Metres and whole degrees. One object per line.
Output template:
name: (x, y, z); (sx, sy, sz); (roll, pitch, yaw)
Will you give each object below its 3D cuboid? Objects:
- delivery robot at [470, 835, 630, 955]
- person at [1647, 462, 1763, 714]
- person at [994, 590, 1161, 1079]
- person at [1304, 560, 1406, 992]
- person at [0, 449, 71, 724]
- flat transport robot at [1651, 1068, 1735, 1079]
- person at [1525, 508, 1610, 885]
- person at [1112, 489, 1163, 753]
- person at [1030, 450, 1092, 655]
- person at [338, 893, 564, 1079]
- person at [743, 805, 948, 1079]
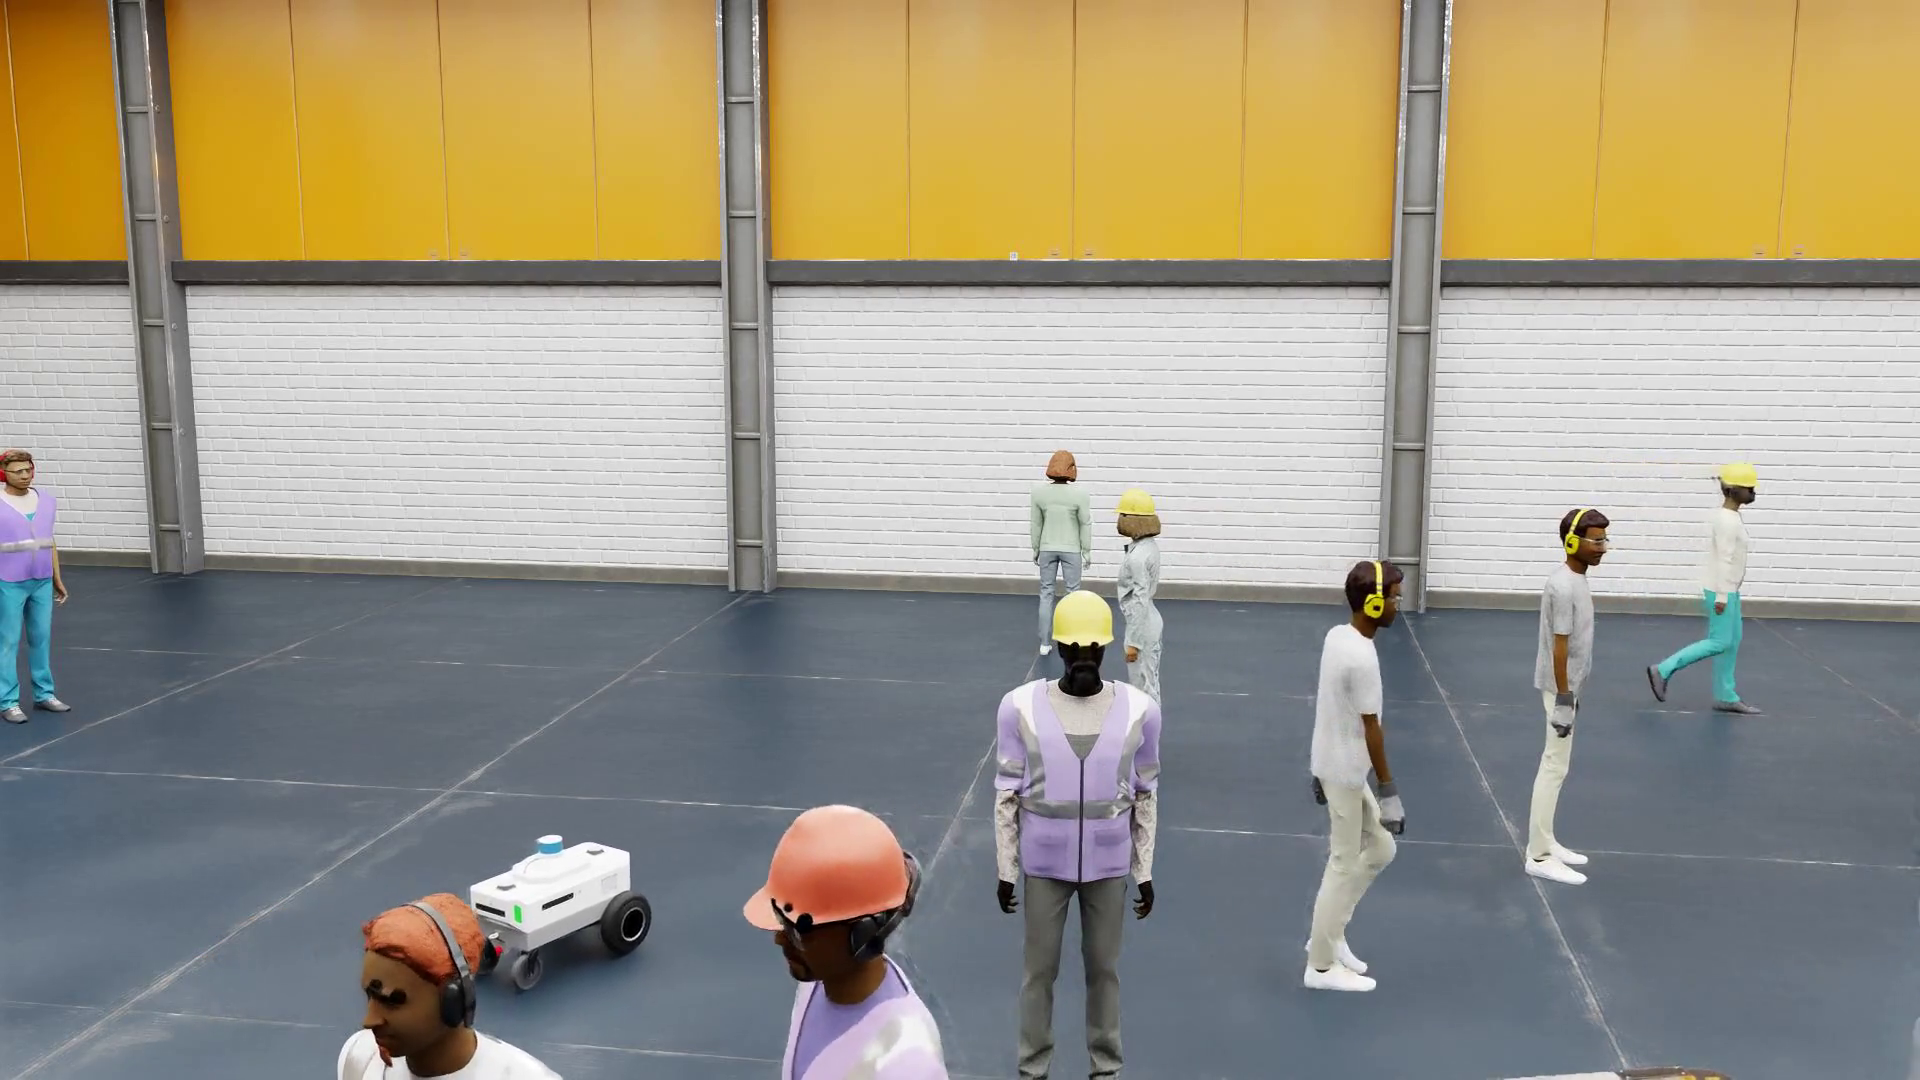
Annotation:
delivery robot: (-1.786, 1.539, 7.285); (0.477, 0.478, 0.707); (6, 11, 33)
person: (5.145, 0.325, 11.382); (0.651, 1.752, 0.533); (5, 10, 26)
person: (0.414, 1.127, 5.884); (0.587, 1.930, 0.355); (0, 9, -2)
person: (1.651, 1.000, 6.931); (0.445, 1.845, 0.503); (1, 9, 6)
person: (-6.354, 0.298, 11.261); (0.373, 1.843, 0.572); (4, 10, 25)
flat transport robot: (2.027, 2.017, 5.497); (1.431, 0.197, 0.652); (-1, 9, -8)
person: (3.039, 0.764, 8.327); (0.315, 1.865, 0.526); (4, 10, 23)
person: (1.055, 0.561, 9.951); (0.312, 1.744, 0.487); (2, 9, 13)
person: (0.798, 0.106, 13.094); (0.503, 1.633, 0.280); (3, 10, 20)
person: (-0.973, 1.583, 3.214); (0.583, 1.882, 0.338); (5, 10, 26)
person: (-0.149, 1.490, 3.359); (0.853, 2.022, 0.619); (-3, 10, -16)
